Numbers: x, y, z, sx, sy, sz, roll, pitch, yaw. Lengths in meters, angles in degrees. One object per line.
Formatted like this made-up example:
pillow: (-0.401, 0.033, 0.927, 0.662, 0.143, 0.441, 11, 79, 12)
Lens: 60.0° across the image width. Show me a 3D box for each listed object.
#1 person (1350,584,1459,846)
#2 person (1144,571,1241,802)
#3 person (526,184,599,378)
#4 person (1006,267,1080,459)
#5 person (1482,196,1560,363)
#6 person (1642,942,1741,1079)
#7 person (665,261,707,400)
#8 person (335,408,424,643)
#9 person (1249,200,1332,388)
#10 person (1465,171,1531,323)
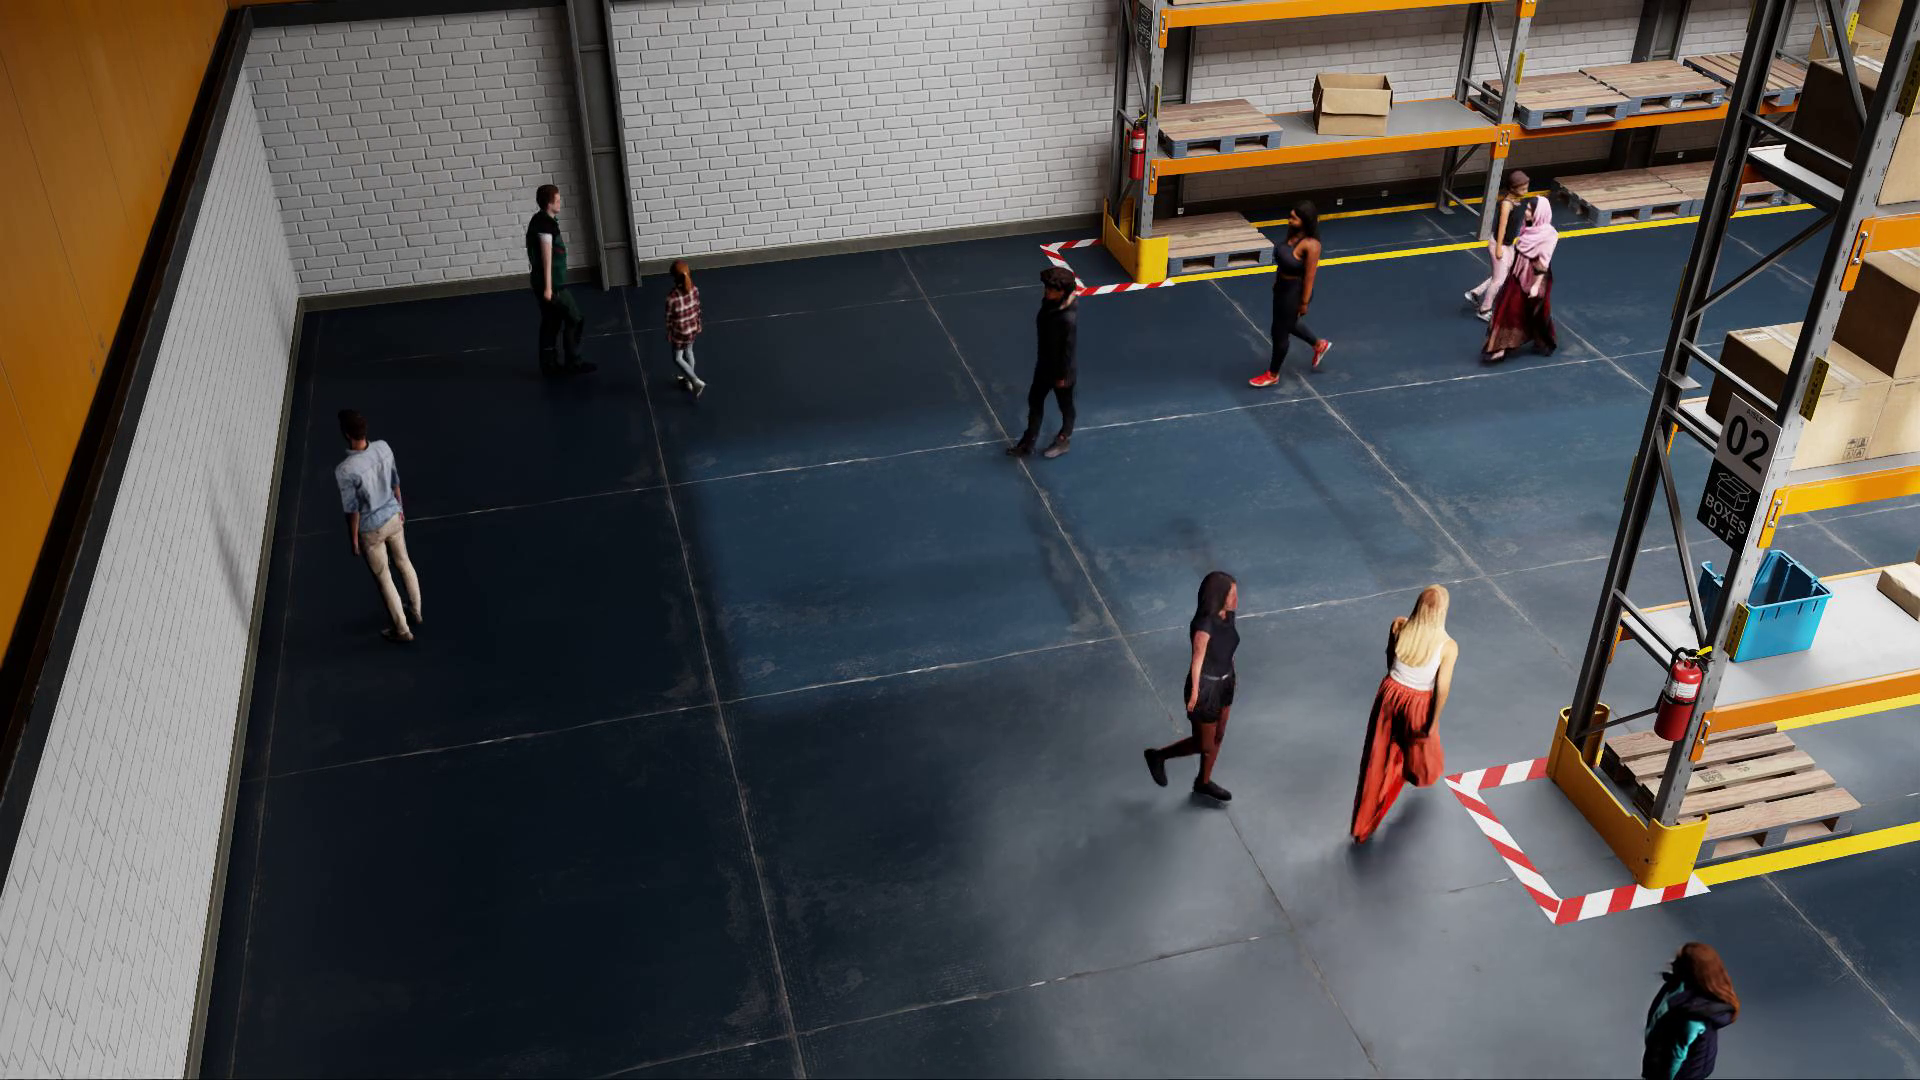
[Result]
person: (2.660, 1.099, 10.146, 1.159, 1.732, 1.347, 23, 40, 31)
person: (1.484, 0.917, 10.424, 0.915, 1.726, 0.859, 19, 38, 26)
person: (-3.831, -2.334, 15.242, 0.801, 1.809, 0.760, -12, 35, -17)
person: (0.879, -1.505, 14.034, 0.908, 1.764, 0.784, -20, 38, -27)
person: (5.395, -2.425, 15.573, 1.139, 1.594, 0.813, -20, 38, -27)
person: (3.509, 2.541, 8.188, 0.727, 1.498, 0.680, 12, 35, 17)
person: (-2.465, -1.891, 15.039, 0.807, 1.295, 0.801, -28, 43, -35)
person: (-4.160, -0.125, 11.877, 0.842, 1.855, 0.780, 18, 38, 25)
person: (3.095, -2.261, 15.142, 1.053, 1.796, 0.709, -7, 34, -10)
person: (5.305, -2.880, 16.306, 0.781, 1.539, 0.728, 17, 37, 24)
